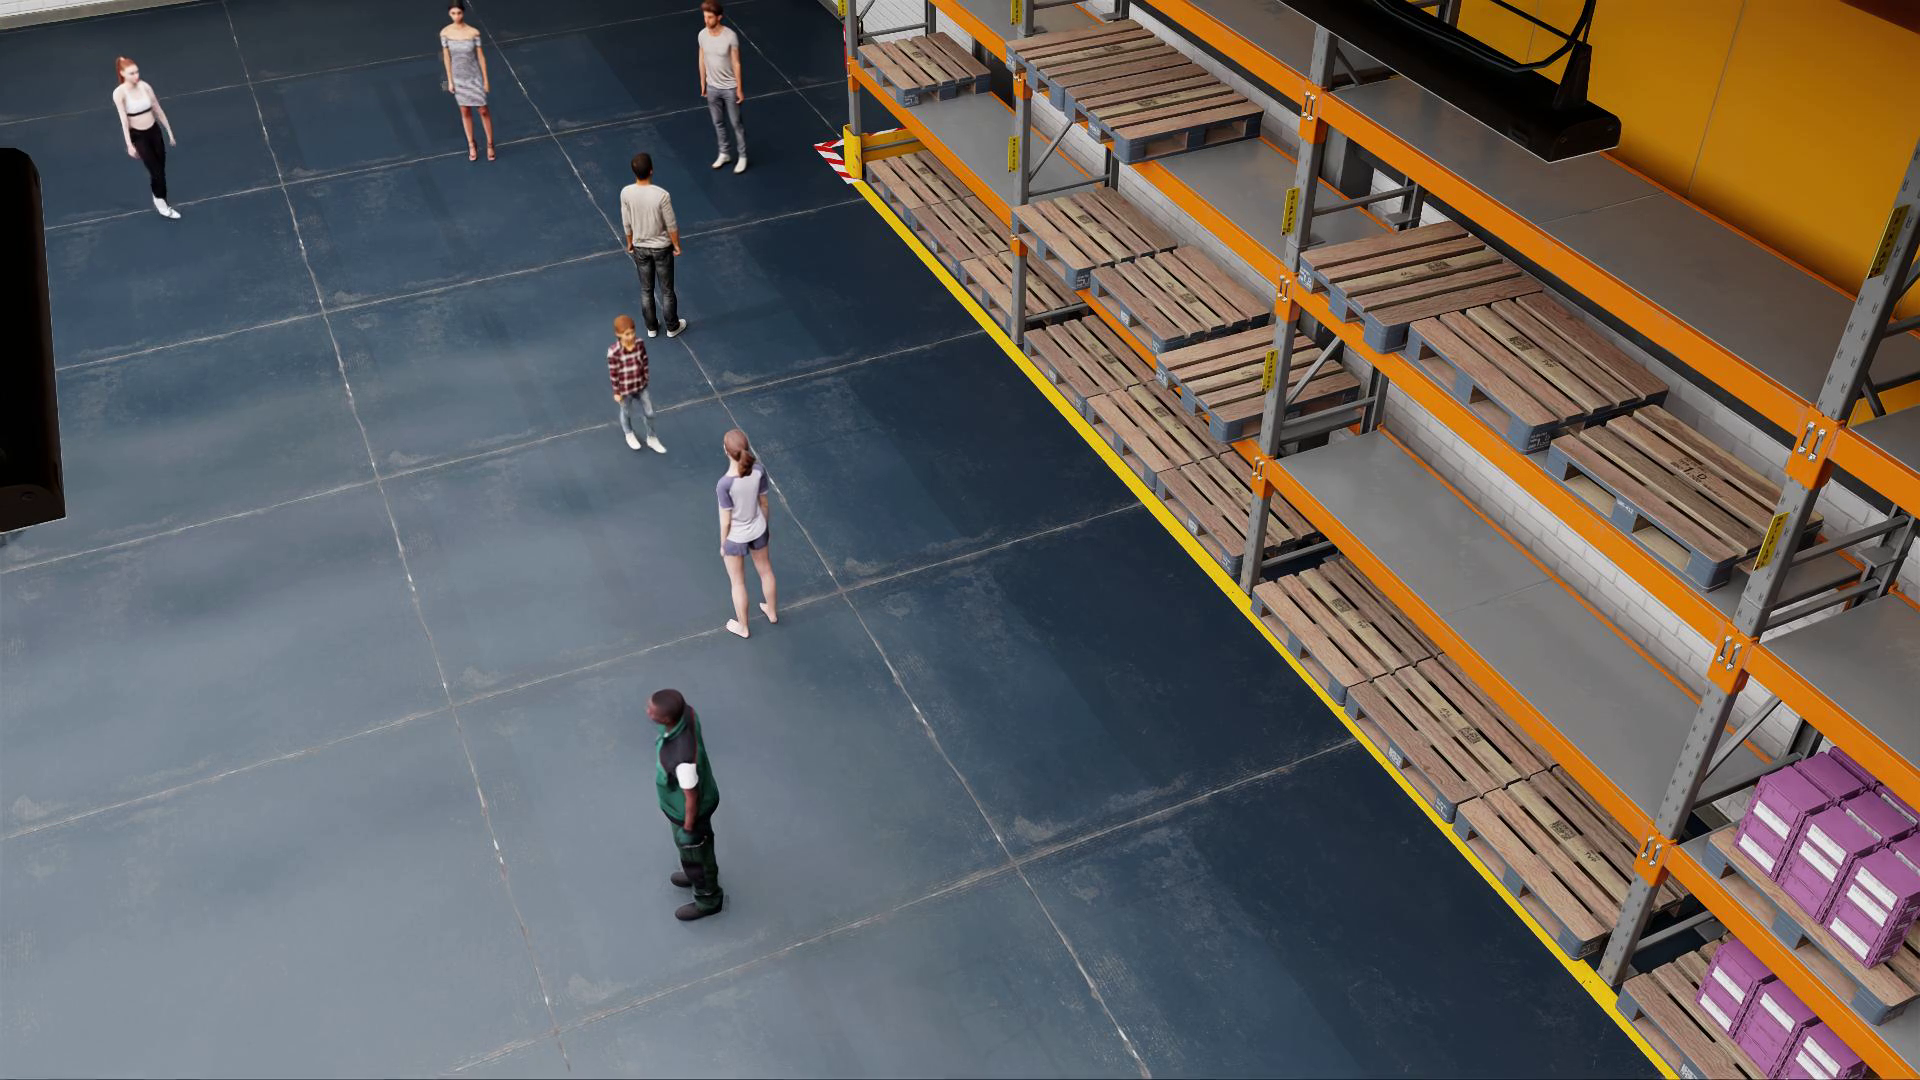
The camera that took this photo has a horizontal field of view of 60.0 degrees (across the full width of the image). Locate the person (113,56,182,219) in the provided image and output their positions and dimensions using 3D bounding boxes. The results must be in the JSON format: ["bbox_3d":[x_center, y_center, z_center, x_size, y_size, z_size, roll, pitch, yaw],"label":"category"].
[{"bbox_3d":[-8.446,-4.144,17.158,0.768,1.735,0.732,21,43,24],"label":"person"}]

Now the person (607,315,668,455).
[{"bbox_3d":[-2.812,-1.343,14.009,0.598,1.290,0.695,-23,44,-26],"label":"person"}]

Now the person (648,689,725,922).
[{"bbox_3d":[-1.622,1.558,9.936,0.802,1.839,0.631,-7,39,-8],"label":"person"}]

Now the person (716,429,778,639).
[{"bbox_3d":[-1.554,-0.051,12.009,0.630,1.767,0.628,-26,46,-29],"label":"person"}]

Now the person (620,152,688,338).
[{"bbox_3d":[-2.833,-2.700,15.291,0.736,1.811,0.733,5,39,6],"label":"person"}]

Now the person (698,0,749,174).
[{"bbox_3d":[-2.556,-4.930,18.022,0.747,1.887,0.806,12,40,15],"label":"person"}]

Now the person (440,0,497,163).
[{"bbox_3d":[-5.372,-5.025,18.193,0.659,1.821,0.633,-3,39,-4],"label":"person"}]
